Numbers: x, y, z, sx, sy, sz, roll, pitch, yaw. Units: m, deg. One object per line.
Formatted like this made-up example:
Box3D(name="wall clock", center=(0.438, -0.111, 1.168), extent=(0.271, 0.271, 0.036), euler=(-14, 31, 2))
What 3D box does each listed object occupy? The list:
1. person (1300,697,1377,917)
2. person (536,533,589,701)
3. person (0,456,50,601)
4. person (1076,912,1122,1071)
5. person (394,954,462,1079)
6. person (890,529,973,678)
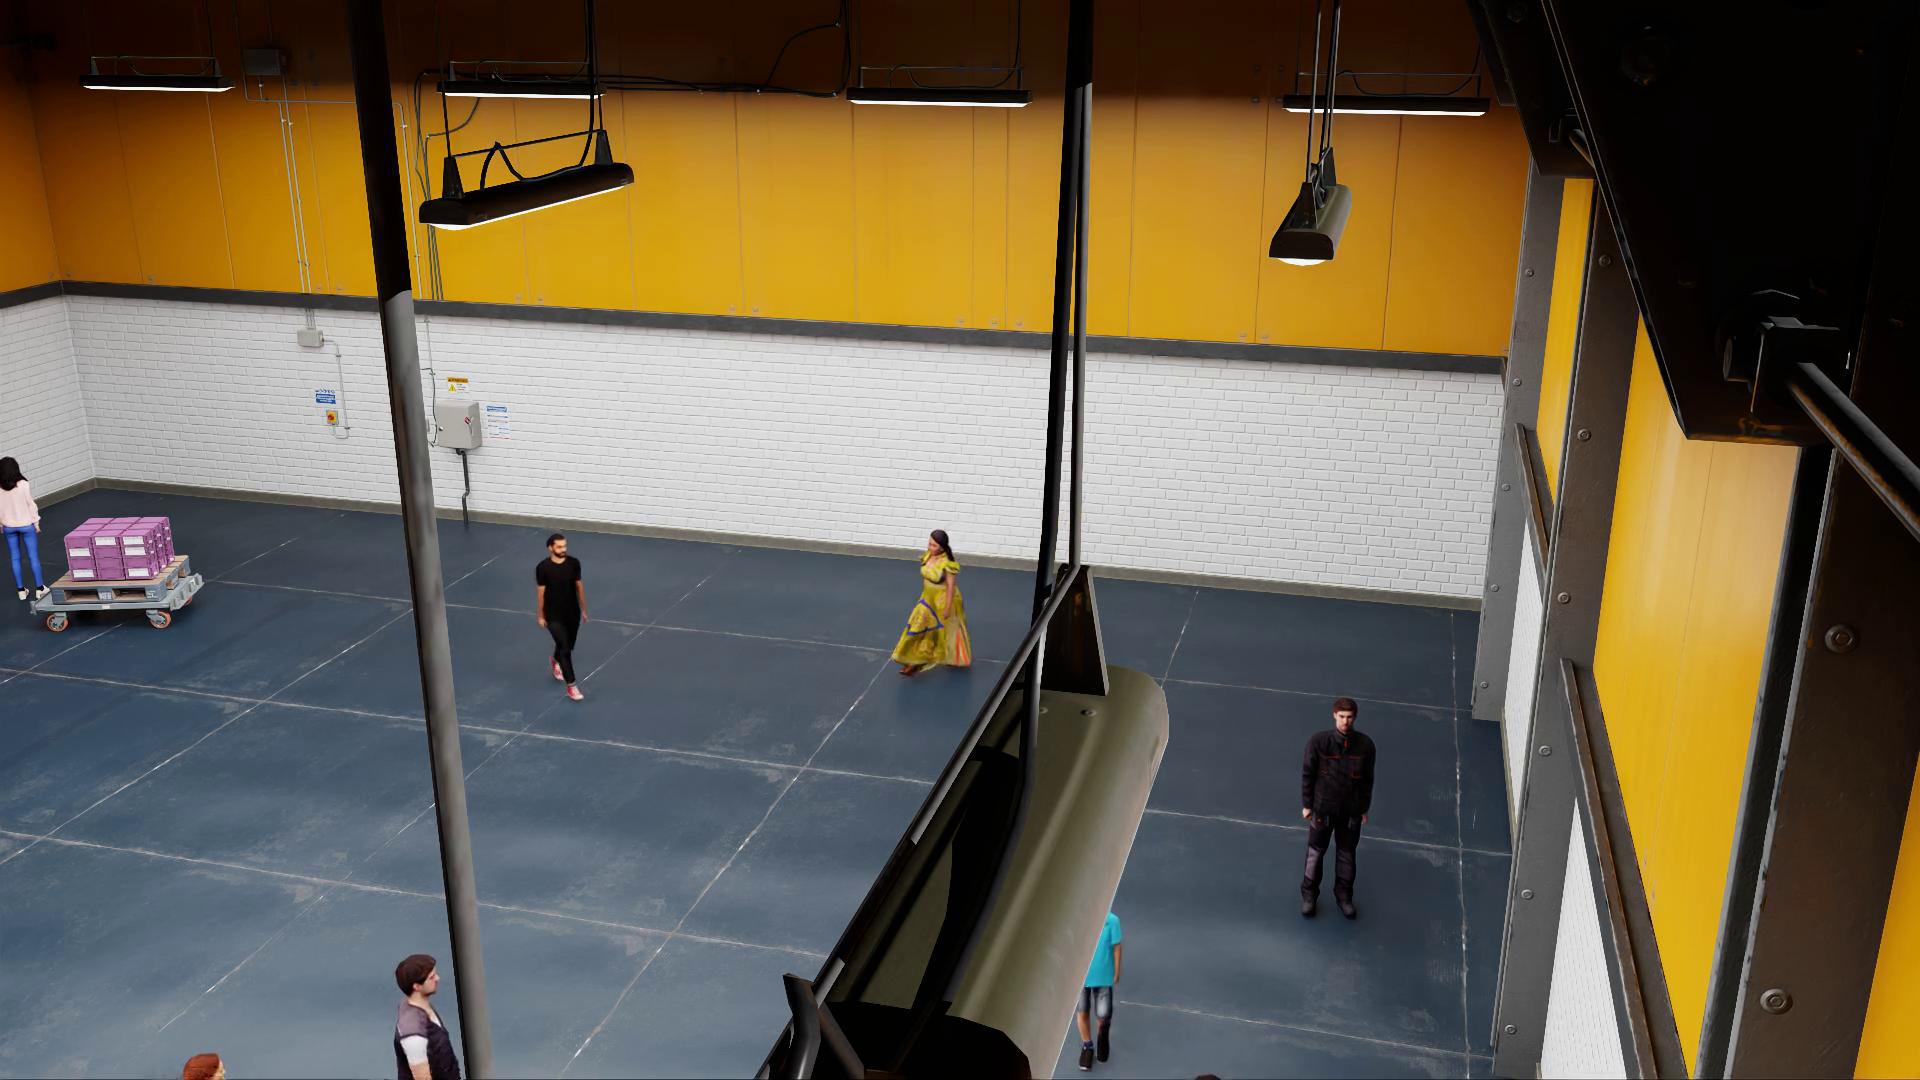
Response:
Box3D(name="person", center=(2.973, 2.095, 13.127), extent=(0.760, 1.839, 0.650), euler=(1, 19, 3))
Box3D(name="person", center=(-4.169, 0.749, 17.288), extent=(1.132, 1.734, 1.126), euler=(-14, 23, -36))
Box3D(name="person", center=(-11.265, -0.151, 19.903), extent=(0.713, 1.770, 0.681), euler=(-2, 19, -7))
Box3D(name="person", center=(0.913, 2.909, 11.336), extent=(0.518, 1.439, 0.543), euler=(5, 19, 14))
Box3D(name="person", center=(-3.173, 3.264, 9.657), extent=(0.954, 1.837, 0.931), euler=(-5, 19, -16))
Box3D(name="person", center=(-0.160, 0.661, 17.746), extent=(1.076, 1.608, 1.421), euler=(15, 24, 37))
